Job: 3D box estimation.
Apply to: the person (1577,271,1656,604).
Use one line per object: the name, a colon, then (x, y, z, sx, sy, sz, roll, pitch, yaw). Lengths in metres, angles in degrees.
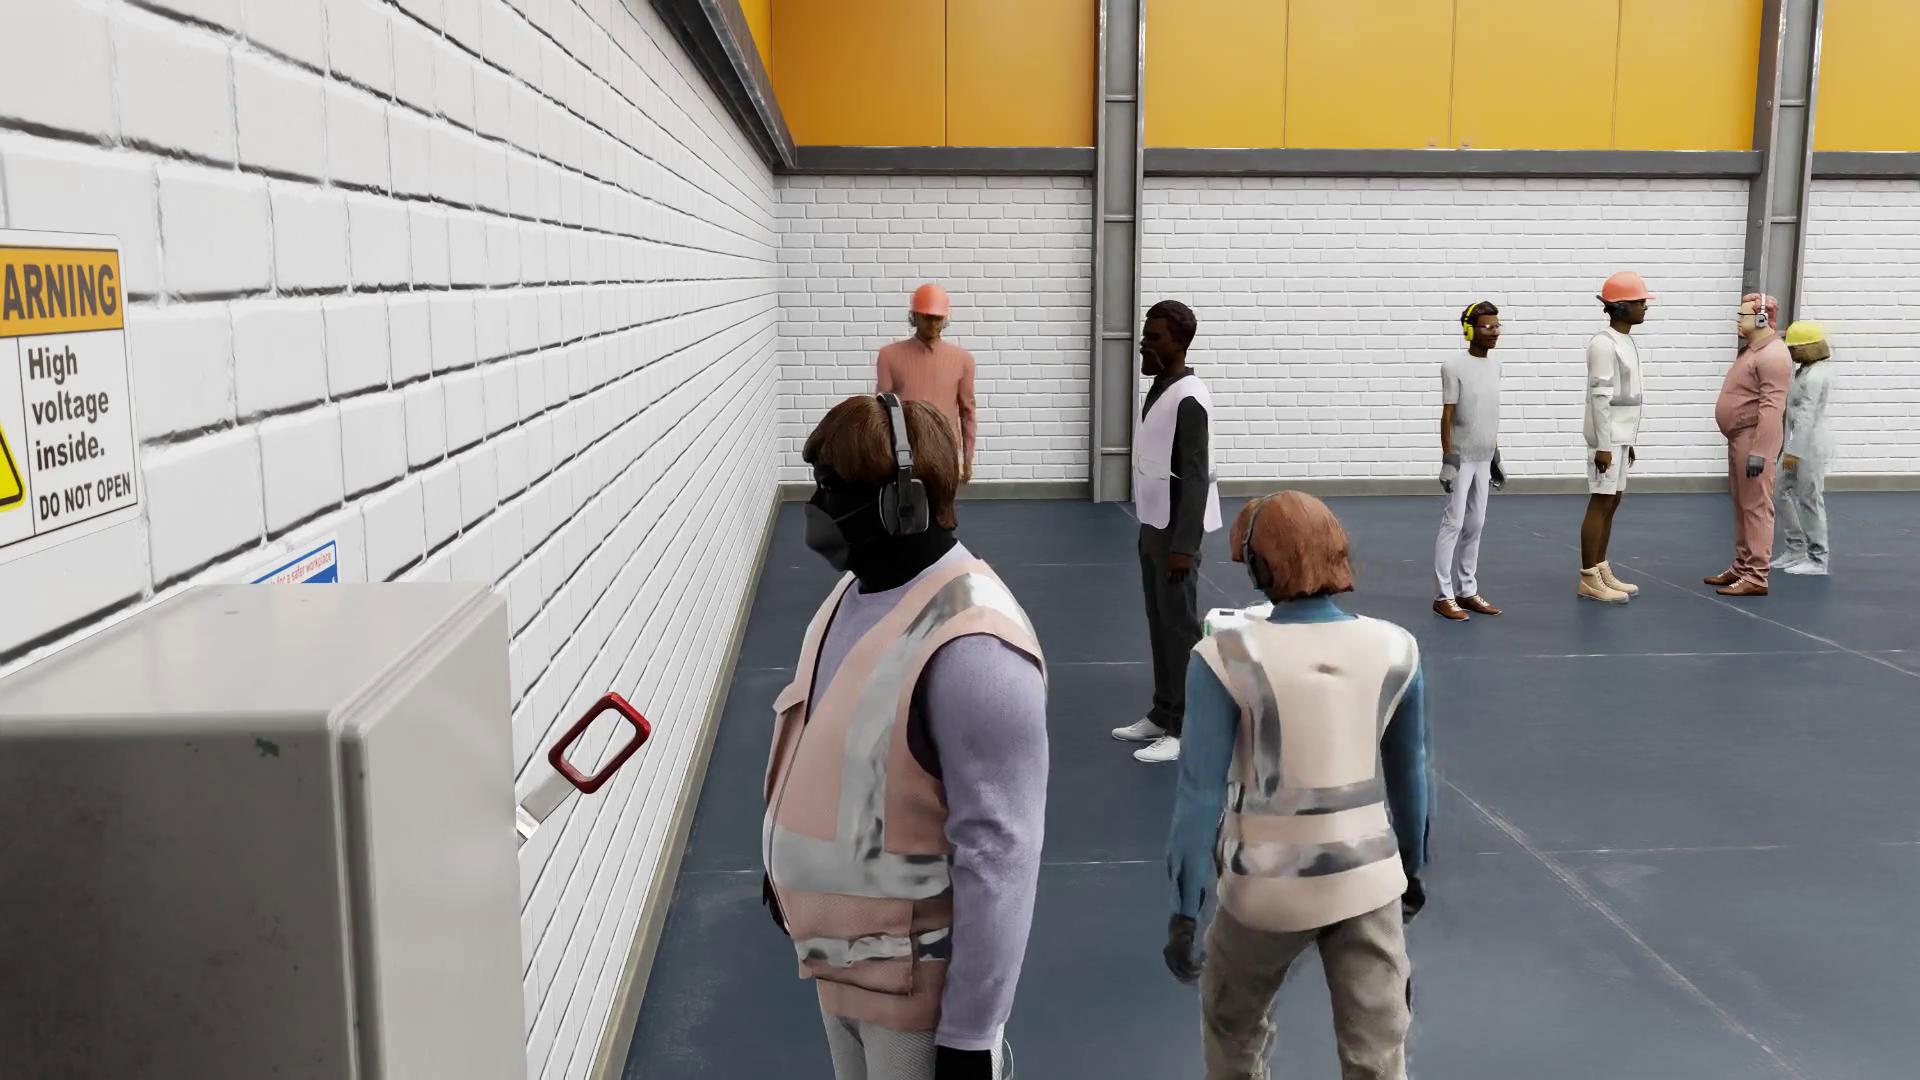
person: (4.072, -0.637, 10.337, 0.363, 2.048, 0.609, 6, 11, 34)

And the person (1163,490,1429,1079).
person: (0.668, 0.697, 3.340, 0.615, 1.597, 0.792, -2, 9, -15)

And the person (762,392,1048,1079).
person: (-0.102, 0.682, 2.698, 0.429, 1.841, 0.634, -4, 10, -22)

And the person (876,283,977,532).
person: (-0.206, -0.545, 9.960, 0.631, 1.979, 0.671, 0, 9, -3)

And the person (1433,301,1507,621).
person: (3.034, -0.467, 9.823, 0.521, 1.874, 0.327, -6, 11, -34)

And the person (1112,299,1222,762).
person: (0.884, -0.040, 6.983, 0.386, 1.921, 0.596, -1, 9, -9)

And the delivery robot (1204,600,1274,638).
delivery robot: (1.506, 0.462, 7.797, 0.707, 0.478, 0.477, 3, 9, 16)

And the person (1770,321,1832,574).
person: (5.690, -0.616, 11.238, 0.482, 1.718, 0.500, 3, 9, 16)

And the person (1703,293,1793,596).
person: (4.998, -0.601, 10.546, 0.407, 1.910, 0.640, 2, 9, 14)
